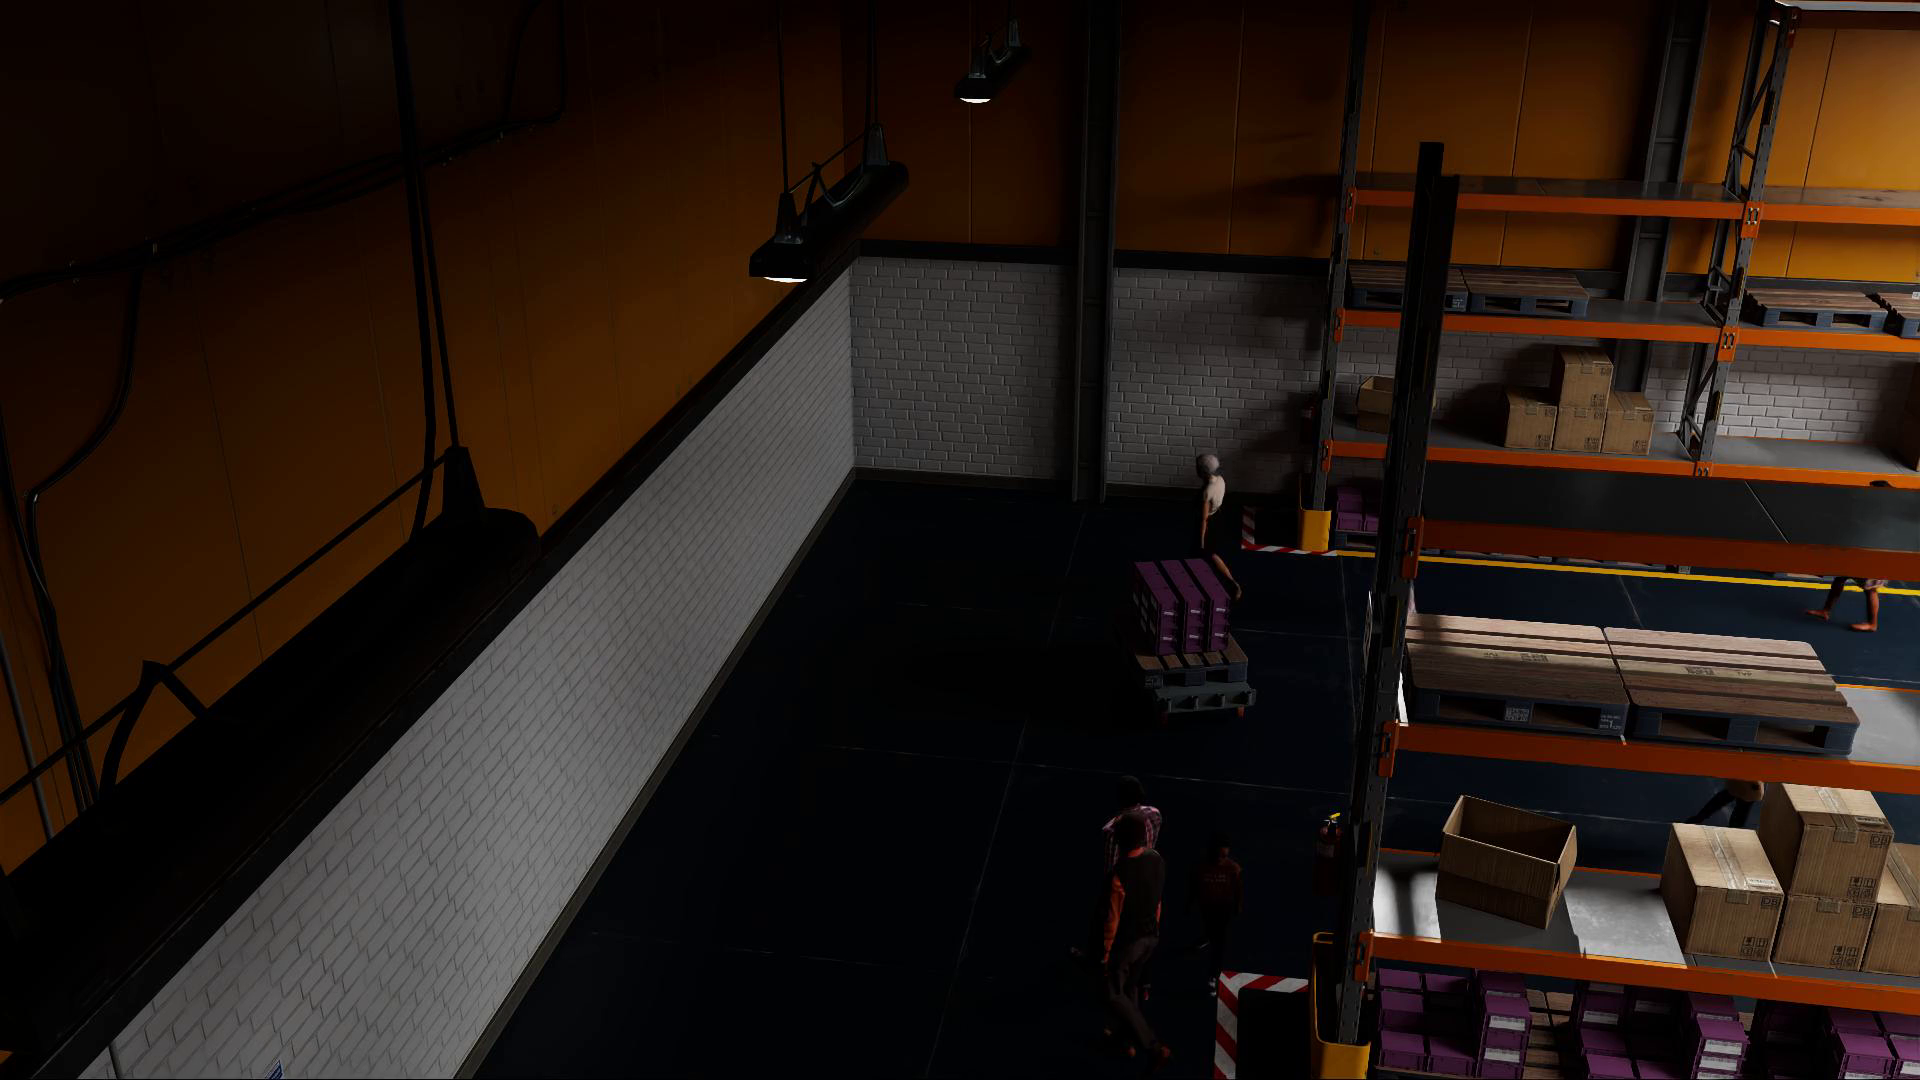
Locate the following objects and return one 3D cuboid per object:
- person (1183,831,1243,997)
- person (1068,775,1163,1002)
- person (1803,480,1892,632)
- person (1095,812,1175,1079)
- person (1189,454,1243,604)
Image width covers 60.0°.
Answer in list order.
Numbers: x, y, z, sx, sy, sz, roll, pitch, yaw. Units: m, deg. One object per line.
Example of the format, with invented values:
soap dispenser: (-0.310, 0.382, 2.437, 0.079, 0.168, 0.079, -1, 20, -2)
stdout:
person: (1.819, 2.552, 11.852, 0.925, 1.214, 0.727, 10, 25, 21)
person: (1.216, 2.426, 11.476, 1.014, 1.746, 1.059, -13, 27, -28)
person: (9.248, 0.177, 16.780, 0.917, 1.619, 0.675, 6, 24, 13)
person: (1.168, 2.654, 10.771, 1.013, 1.892, 1.103, -19, 30, -37)
person: (2.648, -0.051, 17.168, 0.981, 1.725, 0.863, 17, 29, 33)
